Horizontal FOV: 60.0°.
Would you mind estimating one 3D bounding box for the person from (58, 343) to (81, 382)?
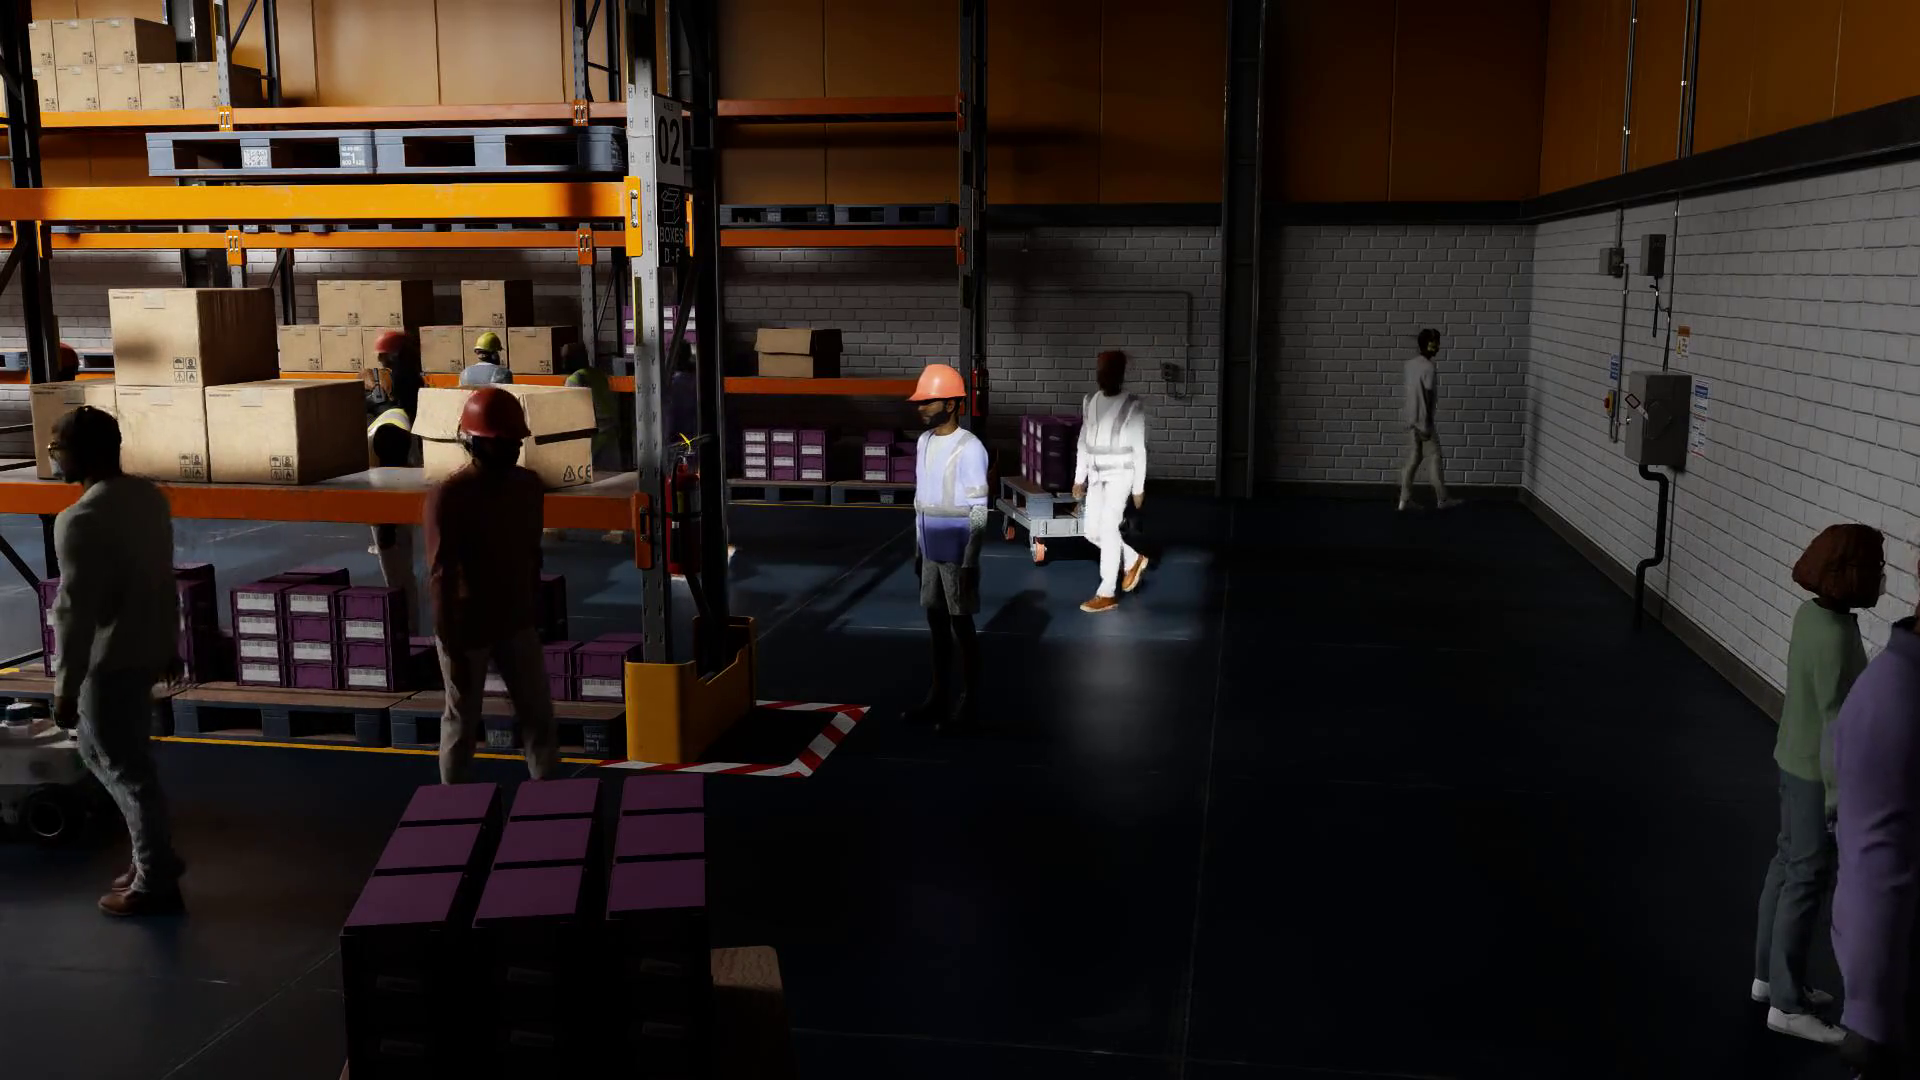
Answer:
[{"bbox_3d":[-6.081,-0.382,11.376,0.551,1.935,0.375,9,13,43],"label":"person"}]

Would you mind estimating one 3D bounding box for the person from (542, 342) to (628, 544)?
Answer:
[{"bbox_3d":[-3.379,-0.850,14.743,0.954,1.782,0.665,4,10,24],"label":"person"}]

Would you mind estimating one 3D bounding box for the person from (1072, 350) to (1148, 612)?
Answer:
[{"bbox_3d":[1.122,-0.432,11.907,0.650,1.866,0.585,-7,12,-37],"label":"person"}]

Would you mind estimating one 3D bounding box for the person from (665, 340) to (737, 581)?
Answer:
[{"bbox_3d":[-2.063,-0.600,12.797,0.672,1.917,0.635,3,10,18],"label":"person"}]

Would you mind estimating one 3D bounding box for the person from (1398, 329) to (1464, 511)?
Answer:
[{"bbox_3d":[4.769,-1.202,16.783,0.755,1.833,0.576,-3,10,-20],"label":"person"}]

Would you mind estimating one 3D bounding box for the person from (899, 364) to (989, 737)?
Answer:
[{"bbox_3d":[-0.082,0.054,8.668,0.378,1.938,0.547,-6,11,-34],"label":"person"}]

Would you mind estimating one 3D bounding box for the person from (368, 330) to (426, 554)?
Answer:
[{"bbox_3d":[-4.546,-0.830,14.204,0.987,1.938,0.618,-2,9,-13],"label":"person"}]

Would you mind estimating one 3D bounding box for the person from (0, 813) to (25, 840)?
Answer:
[{"bbox_3d":[-4.243,0.518,6.779,0.660,1.612,0.506,-6,11,-32],"label":"person"}]

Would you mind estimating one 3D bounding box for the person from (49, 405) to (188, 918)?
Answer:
[{"bbox_3d":[-3.136,0.465,6.132,0.486,1.926,0.640,0,9,-3],"label":"person"}]

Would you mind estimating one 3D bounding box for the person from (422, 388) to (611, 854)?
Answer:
[{"bbox_3d":[-1.803,0.374,6.643,0.930,1.948,0.643,7,11,36],"label":"person"}]

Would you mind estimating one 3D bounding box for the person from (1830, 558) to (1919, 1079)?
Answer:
[{"bbox_3d":[2.097,0.892,3.582,0.401,1.904,0.696,8,12,40],"label":"person"}]

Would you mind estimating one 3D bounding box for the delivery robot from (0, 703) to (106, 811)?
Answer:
[{"bbox_3d":[-4.021,0.944,7.132,0.707,0.478,0.477,0,9,2],"label":"delivery robot"}]

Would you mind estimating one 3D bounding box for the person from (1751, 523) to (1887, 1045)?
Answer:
[{"bbox_3d":[2.732,0.752,5.276,0.266,1.631,0.507,3,10,16],"label":"person"}]

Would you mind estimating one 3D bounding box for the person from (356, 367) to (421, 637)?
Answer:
[{"bbox_3d":[-3.500,-0.135,10.171,0.429,1.836,0.626,-4,10,-21],"label":"person"}]

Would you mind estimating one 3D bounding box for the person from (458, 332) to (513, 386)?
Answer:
[{"bbox_3d":[-4.487,-1.066,15.938,0.591,1.834,0.404,3,10,19],"label":"person"}]
